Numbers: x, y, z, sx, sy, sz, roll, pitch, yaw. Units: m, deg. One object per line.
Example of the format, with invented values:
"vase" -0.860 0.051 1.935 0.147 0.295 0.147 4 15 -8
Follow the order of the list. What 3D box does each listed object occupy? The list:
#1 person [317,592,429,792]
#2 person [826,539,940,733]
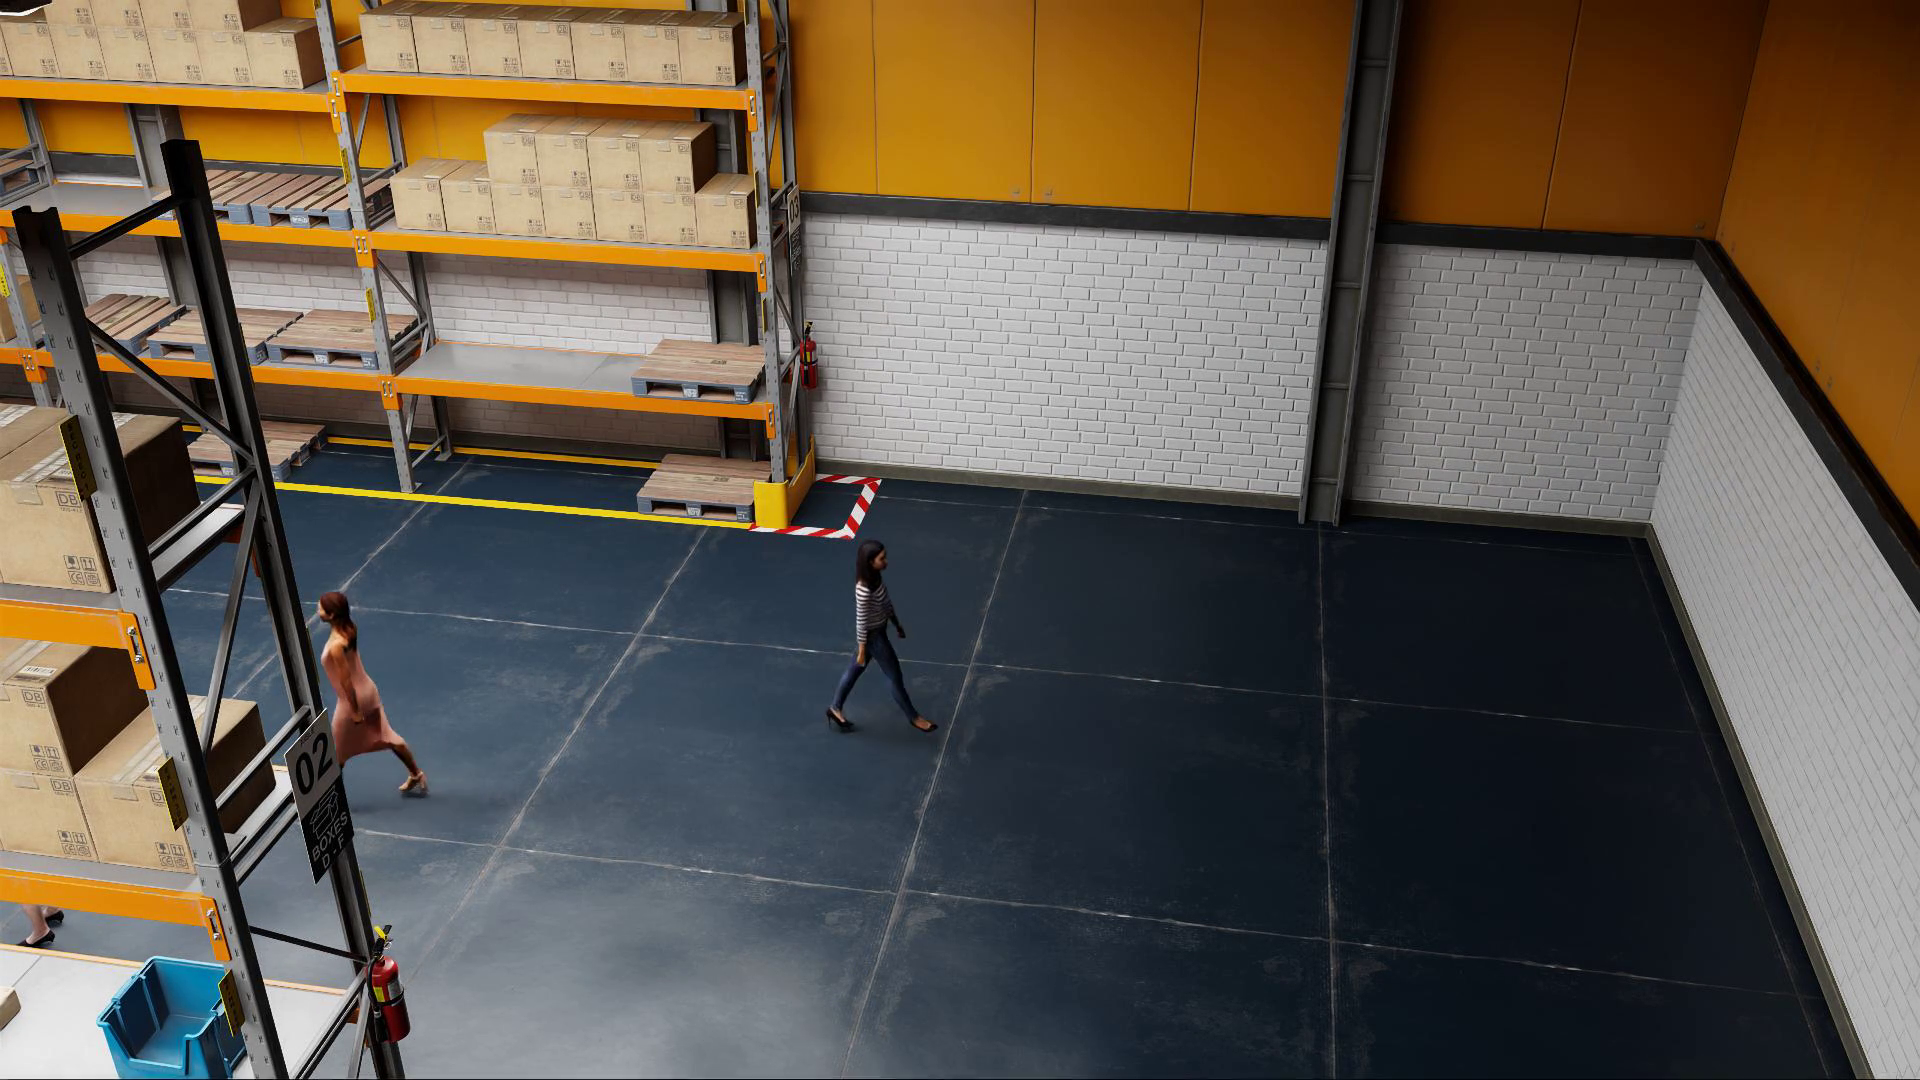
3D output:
"person" -4.361 1.192 12.291 1.183 1.779 0.811 -2 29 -3
"person" -0.776 0.794 13.068 1.157 1.734 0.651 3 29 5
